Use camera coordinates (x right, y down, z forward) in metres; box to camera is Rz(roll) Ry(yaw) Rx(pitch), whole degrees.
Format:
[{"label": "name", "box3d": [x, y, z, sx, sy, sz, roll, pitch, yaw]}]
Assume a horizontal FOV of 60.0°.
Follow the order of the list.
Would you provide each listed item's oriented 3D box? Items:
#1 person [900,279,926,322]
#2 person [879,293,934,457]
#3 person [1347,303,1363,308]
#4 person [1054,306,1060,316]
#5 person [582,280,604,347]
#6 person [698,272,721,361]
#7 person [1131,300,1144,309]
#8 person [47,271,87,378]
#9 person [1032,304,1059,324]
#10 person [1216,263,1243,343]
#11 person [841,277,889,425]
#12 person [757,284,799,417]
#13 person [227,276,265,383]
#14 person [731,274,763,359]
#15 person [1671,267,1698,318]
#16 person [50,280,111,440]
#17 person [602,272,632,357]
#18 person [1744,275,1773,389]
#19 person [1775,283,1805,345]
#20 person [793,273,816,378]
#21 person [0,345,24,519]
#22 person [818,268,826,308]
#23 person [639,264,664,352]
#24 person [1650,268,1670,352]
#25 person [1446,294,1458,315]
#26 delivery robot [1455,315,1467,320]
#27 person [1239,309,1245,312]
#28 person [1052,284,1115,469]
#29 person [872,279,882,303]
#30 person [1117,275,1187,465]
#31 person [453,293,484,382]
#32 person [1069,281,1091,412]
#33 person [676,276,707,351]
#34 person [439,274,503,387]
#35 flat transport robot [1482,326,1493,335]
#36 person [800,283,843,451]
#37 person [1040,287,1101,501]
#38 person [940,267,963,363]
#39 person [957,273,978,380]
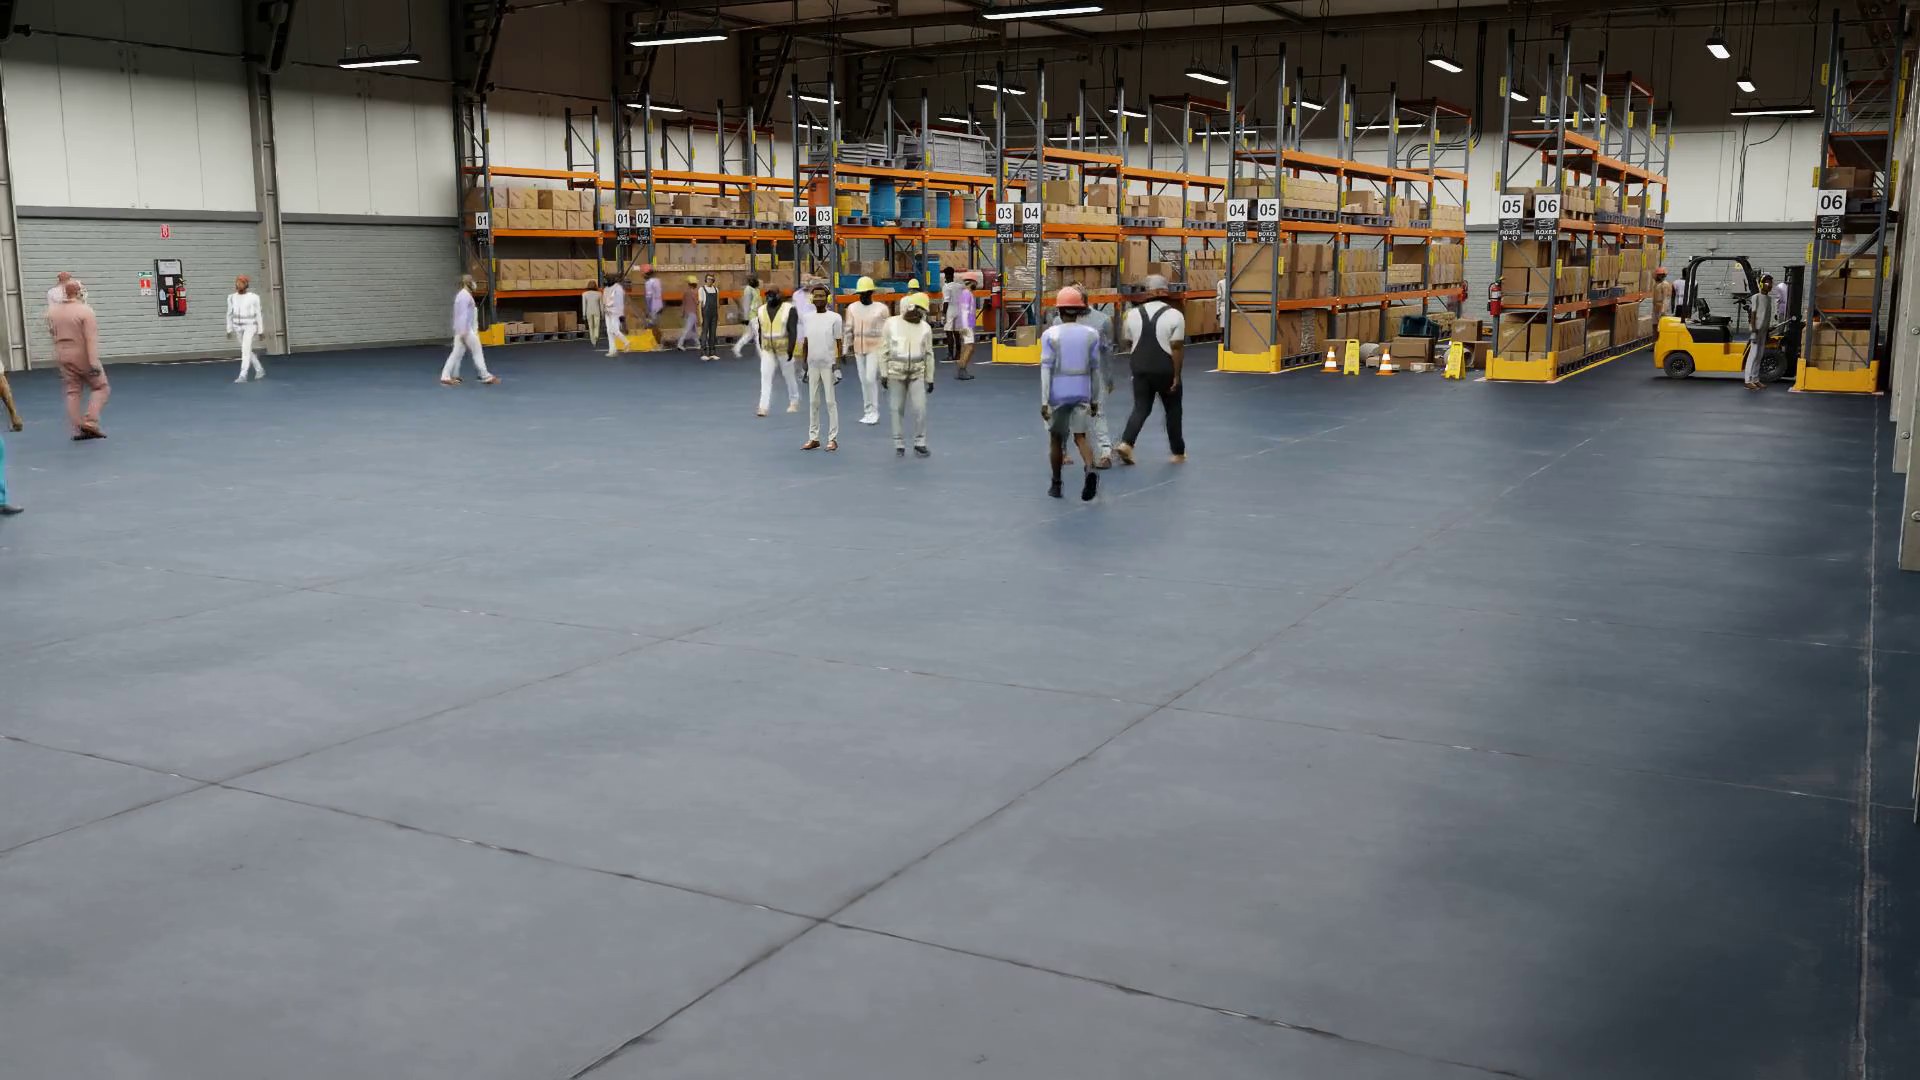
[{"label": "person", "box3d": [-0.837, -3.848, 30.176, 0.533, 1.767, 0.325, -5, 11, -28]}, {"label": "person", "box3d": [-0.576, -1.776, 18.038, 0.629, 1.786, 0.405, -2, 10, -14]}, {"label": "person", "box3d": [10.676, -6.364, 44.968, 0.487, 1.744, 0.294, 7, 12, 35]}, {"label": "person", "box3d": [2.361, -5.550, 40.524, 0.498, 1.634, 0.280, 8, 12, 39]}, {"label": "person", "box3d": [-8.787, -5.423, 39.836, 0.510, 1.610, 0.684, -1, 10, -6]}, {"label": "person", "box3d": [-5.234, -4.667, 34.746, 0.331, 1.839, 0.514, 9, 13, 42]}, {"label": "person", "box3d": [5.083, -6.868, 47.292, 0.608, 1.966, 0.945, 5, 11, 29]}, {"label": "person", "box3d": [-15.898, -3.830, 29.658, 0.650, 1.906, 0.401, -8, 12, -38]}, {"label": "person", "box3d": [1.932, -5.190, 37.561, 0.631, 1.932, 0.374, 0, 10, -1]}, {"label": "person", "box3d": [5.697, -4.829, 35.147, 0.606, 2.035, 0.403, 5, 11, 29]}, {"label": "person", "box3d": [-1.237, -2.450, 21.593, 0.612, 1.906, 0.623, 5, 11, 27]}, {"label": "person", "box3d": [-2.488, -2.603, 22.836, 0.626, 1.798, 0.956, 3, 10, 15]}, {"label": "person", "box3d": [-12.444, -3.687, 29.019, 0.581, 1.854, 0.935, 2, 10, 10]}, {"label": "person", "box3d": [-4.460, -4.761, 35.389, 0.852, 1.812, 0.623, 1, 10, 5]}, {"label": "person", "box3d": [18.069, -5.844, 41.477, 0.608, 1.903, 0.478, 5, 11, 27]}, {"label": "person", "box3d": [-10.392, -2.126, 19.710, 0.672, 1.889, 0.475, 4, 10, 20]}, {"label": "person", "box3d": [-7.476, -4.874, 35.995, 0.654, 1.829, 0.510, 9, 13, 44]}, {"label": "person", "box3d": [13.151, -3.412, 27.309, 0.517, 1.874, 0.328, -7, 12, -35]}, {"label": "person", "box3d": [18.406, -5.076, 36.935, 0.582, 1.919, 0.404, 5, 11, 25]}, {"label": "person", "box3d": [-2.683, -3.826, 29.710, 0.649, 1.886, 0.715, 4, 11, 23]}, {"label": "person", "box3d": [-7.967, -1.064, 13.692, 0.580, 1.816, 0.717, 5, 11, 28]}, {"label": "person", "box3d": [-3.972, -6.877, 47.726, 0.598, 1.824, 0.998, 5, 11, 27]}, {"label": "person", "box3d": [-6.968, -5.233, 37.618, 0.527, 1.998, 0.669, 2, 10, 10]}, {"label": "person", "box3d": [15.907, -5.192, 37.716, 0.399, 1.888, 0.589, 1, 10, 3]}, {"label": "person", "box3d": [14.010, -6.822, 47.200, 0.504, 1.893, 0.692, 8, 13, 40]}, {"label": "delivery robot", "box3d": [13.637, -5.940, 45.688, 0.707, 0.478, 0.477, -2, 10, -10]}, {"label": "person", "box3d": [6.869, -5.689, 41.214, 0.556, 1.658, 0.808, 6, 11, 31]}, {"label": "person", "box3d": [1.265, -1.688, 17.190, 0.665, 1.891, 0.652, 1, 10, 3]}, {"label": "person", "box3d": [-2.124, -5.582, 40.782, 0.519, 1.608, 0.762, 5, 11, 29]}, {"label": "person", "box3d": [2.007, -1.799, 17.369, 0.692, 2.000, 0.847, 6, 11, 30]}, {"label": "person", "box3d": [-8.550, -3.529, 28.826, 0.512, 1.589, 0.841, 3, 10, 18]}, {"label": "person", "box3d": [1.584, -2.553, 22.339, 0.698, 1.855, 0.523, -8, 12, -38]}, {"label": "person", "box3d": [-6.218, -5.210, 38.276, 0.894, 1.724, 0.538, -9, 13, -43]}, {"label": "person", "box3d": [-8.233, -3.474, 27.704, 1.017, 1.882, 0.642, -5, 11, -25]}, {"label": "flat transport robot", "box3d": [14.558, -5.773, 45.813, 0.652, 0.197, 1.431, 6, 11, 29]}, {"label": "person", "box3d": [-1.556, -1.930, 18.627, 0.515, 1.877, 0.328, 4, 11, 23]}, {"label": "person", "box3d": [0.999, -1.284, 14.764, 0.550, 1.916, 0.805, -2, 10, -13]}, {"label": "person", "box3d": [-0.185, -4.617, 34.111, 0.379, 1.958, 0.600, 7, 12, 36]}, {"label": "person", "box3d": [0.136, -3.783, 29.477, 0.392, 1.873, 0.660, 0, 10, 2]}]
